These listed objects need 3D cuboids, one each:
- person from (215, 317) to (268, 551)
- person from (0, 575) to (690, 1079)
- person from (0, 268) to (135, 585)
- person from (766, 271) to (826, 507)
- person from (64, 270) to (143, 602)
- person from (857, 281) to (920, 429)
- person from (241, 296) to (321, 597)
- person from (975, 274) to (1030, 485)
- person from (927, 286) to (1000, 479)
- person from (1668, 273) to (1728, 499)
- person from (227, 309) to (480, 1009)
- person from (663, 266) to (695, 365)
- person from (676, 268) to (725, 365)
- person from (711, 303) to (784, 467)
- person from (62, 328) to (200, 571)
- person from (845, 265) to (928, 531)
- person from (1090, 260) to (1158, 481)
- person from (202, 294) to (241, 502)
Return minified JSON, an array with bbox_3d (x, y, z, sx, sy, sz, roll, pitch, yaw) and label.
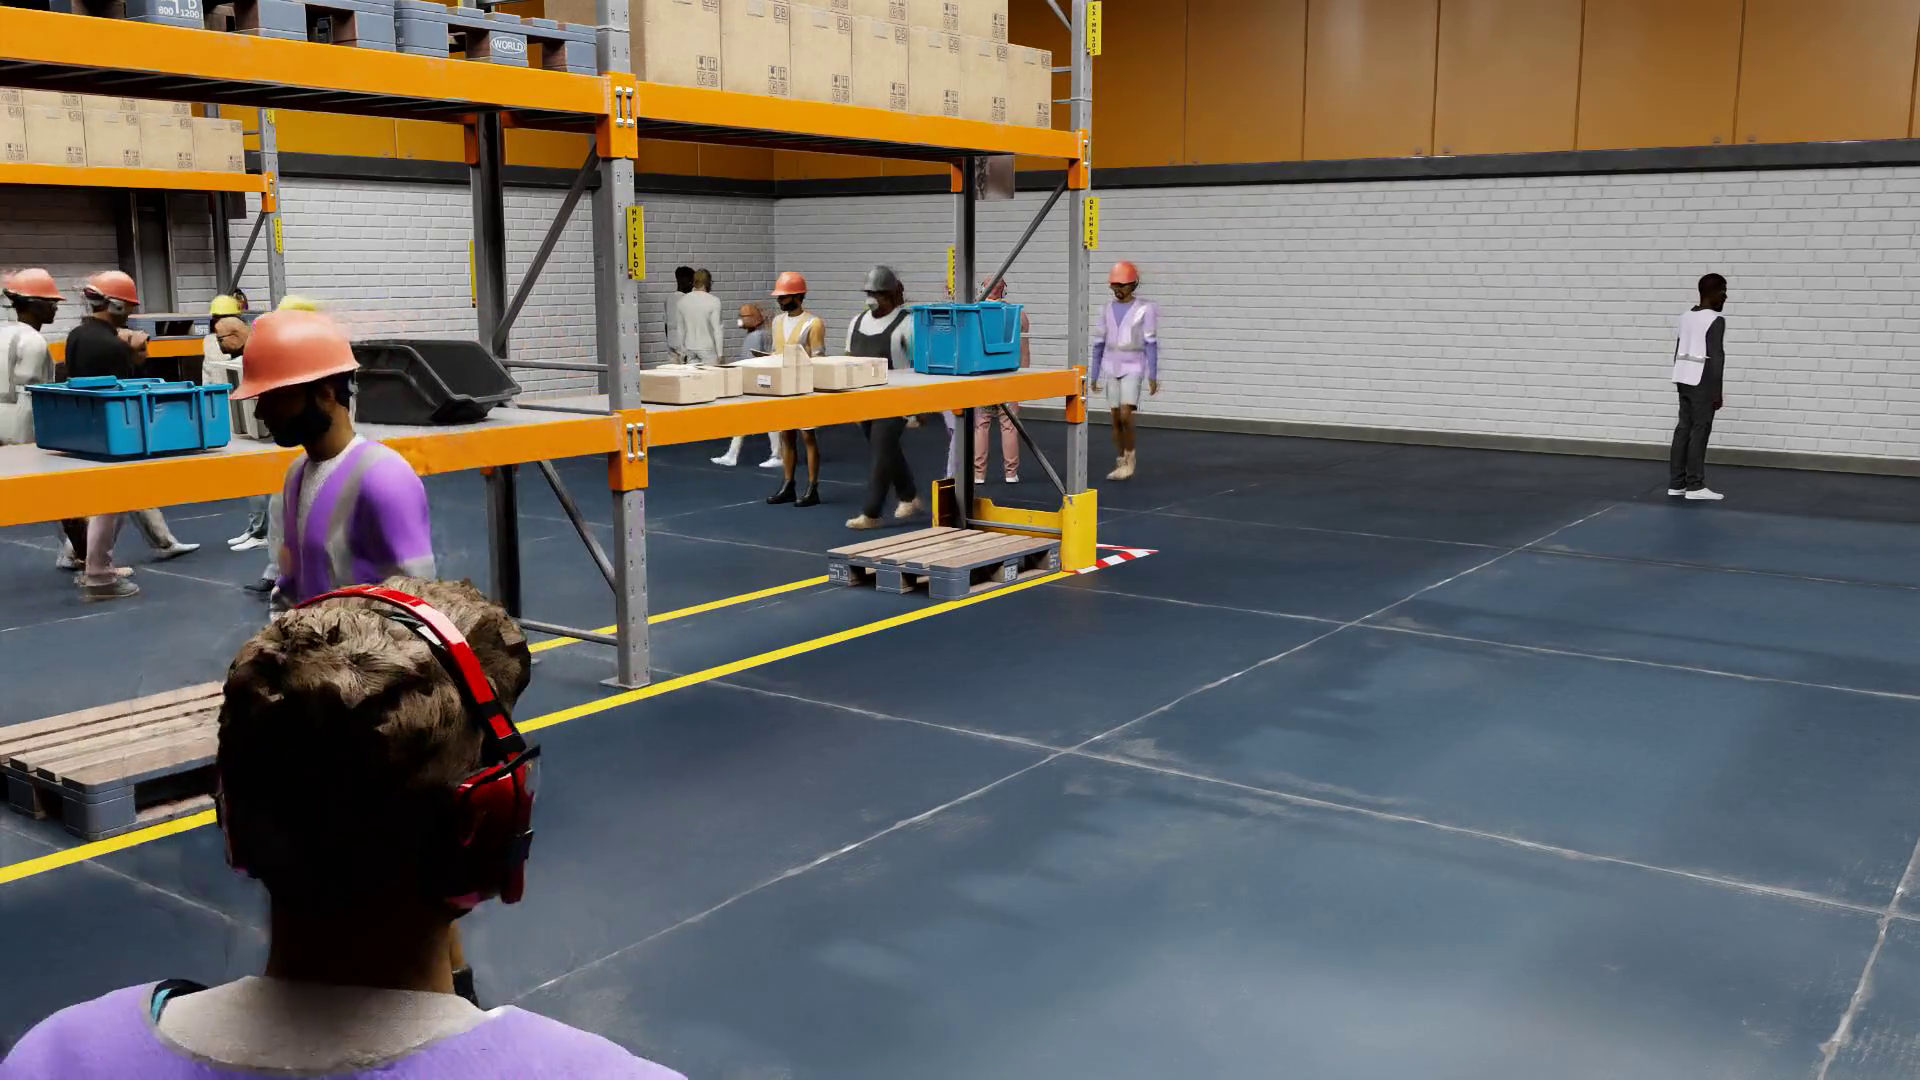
[{"bbox_3d":[-5.043,-0.743,11.675,0.281,1.632,0.499,-4,10,-24],"label":"person"},{"bbox_3d":[-0.414,0.912,1.323,0.592,1.790,0.957,2,10,11],"label":"person"},{"bbox_3d":[-5.723,-0.647,10.093,0.618,1.990,1.090,9,13,44],"label":"person"},{"bbox_3d":[-1.358,-1.236,13.719,0.547,1.934,0.375,7,12,36],"label":"person"},{"bbox_3d":[-5.047,-0.611,9.887,0.636,1.964,0.506,8,13,41],"label":"person"},{"bbox_3d":[-0.884,-2.218,19.985,0.922,1.806,0.629,-9,13,-43],"label":"person"},{"bbox_3d":[-3.957,-0.530,9.856,0.607,1.806,0.787,9,13,42],"label":"person"},{"bbox_3d":[0.306,-1.446,15.048,0.651,1.907,0.409,-1,10,-7],"label":"person"},{"bbox_3d":[0.053,-1.197,13.603,0.667,1.887,0.574,-9,13,-42],"label":"person"},{"bbox_3d":[6.299,-1.308,14.195,0.383,1.916,0.591,-1,10,-7],"label":"person"},{"bbox_3d":[-1.535,0.398,4.056,0.731,1.902,0.574,-7,12,-38],"label":"person"},{"bbox_3d":[-3.415,-2.393,20.536,0.389,1.957,0.607,-8,12,-39],"label":"person"},{"bbox_3d":[-2.983,-2.169,19.265,0.635,1.936,0.354,5,11,29],"label":"person"},{"bbox_3d":[-2.086,-1.493,16.197,0.796,1.596,0.518,-3,10,-18],"label":"person"},{"bbox_3d":[-5.516,-0.597,10.943,0.867,1.573,0.538,-4,10,-24],"label":"person"},{"bbox_3d":[-0.565,-1.132,12.782,0.690,2.000,0.998,9,13,41],"label":"person"},{"bbox_3d":[1.475,-1.528,15.191,0.644,2.019,0.528,7,12,36],"label":"person"},{"bbox_3d":[-6.190,-1.230,14.229,0.528,1.740,0.781,4,10,21],"label":"person"}]
